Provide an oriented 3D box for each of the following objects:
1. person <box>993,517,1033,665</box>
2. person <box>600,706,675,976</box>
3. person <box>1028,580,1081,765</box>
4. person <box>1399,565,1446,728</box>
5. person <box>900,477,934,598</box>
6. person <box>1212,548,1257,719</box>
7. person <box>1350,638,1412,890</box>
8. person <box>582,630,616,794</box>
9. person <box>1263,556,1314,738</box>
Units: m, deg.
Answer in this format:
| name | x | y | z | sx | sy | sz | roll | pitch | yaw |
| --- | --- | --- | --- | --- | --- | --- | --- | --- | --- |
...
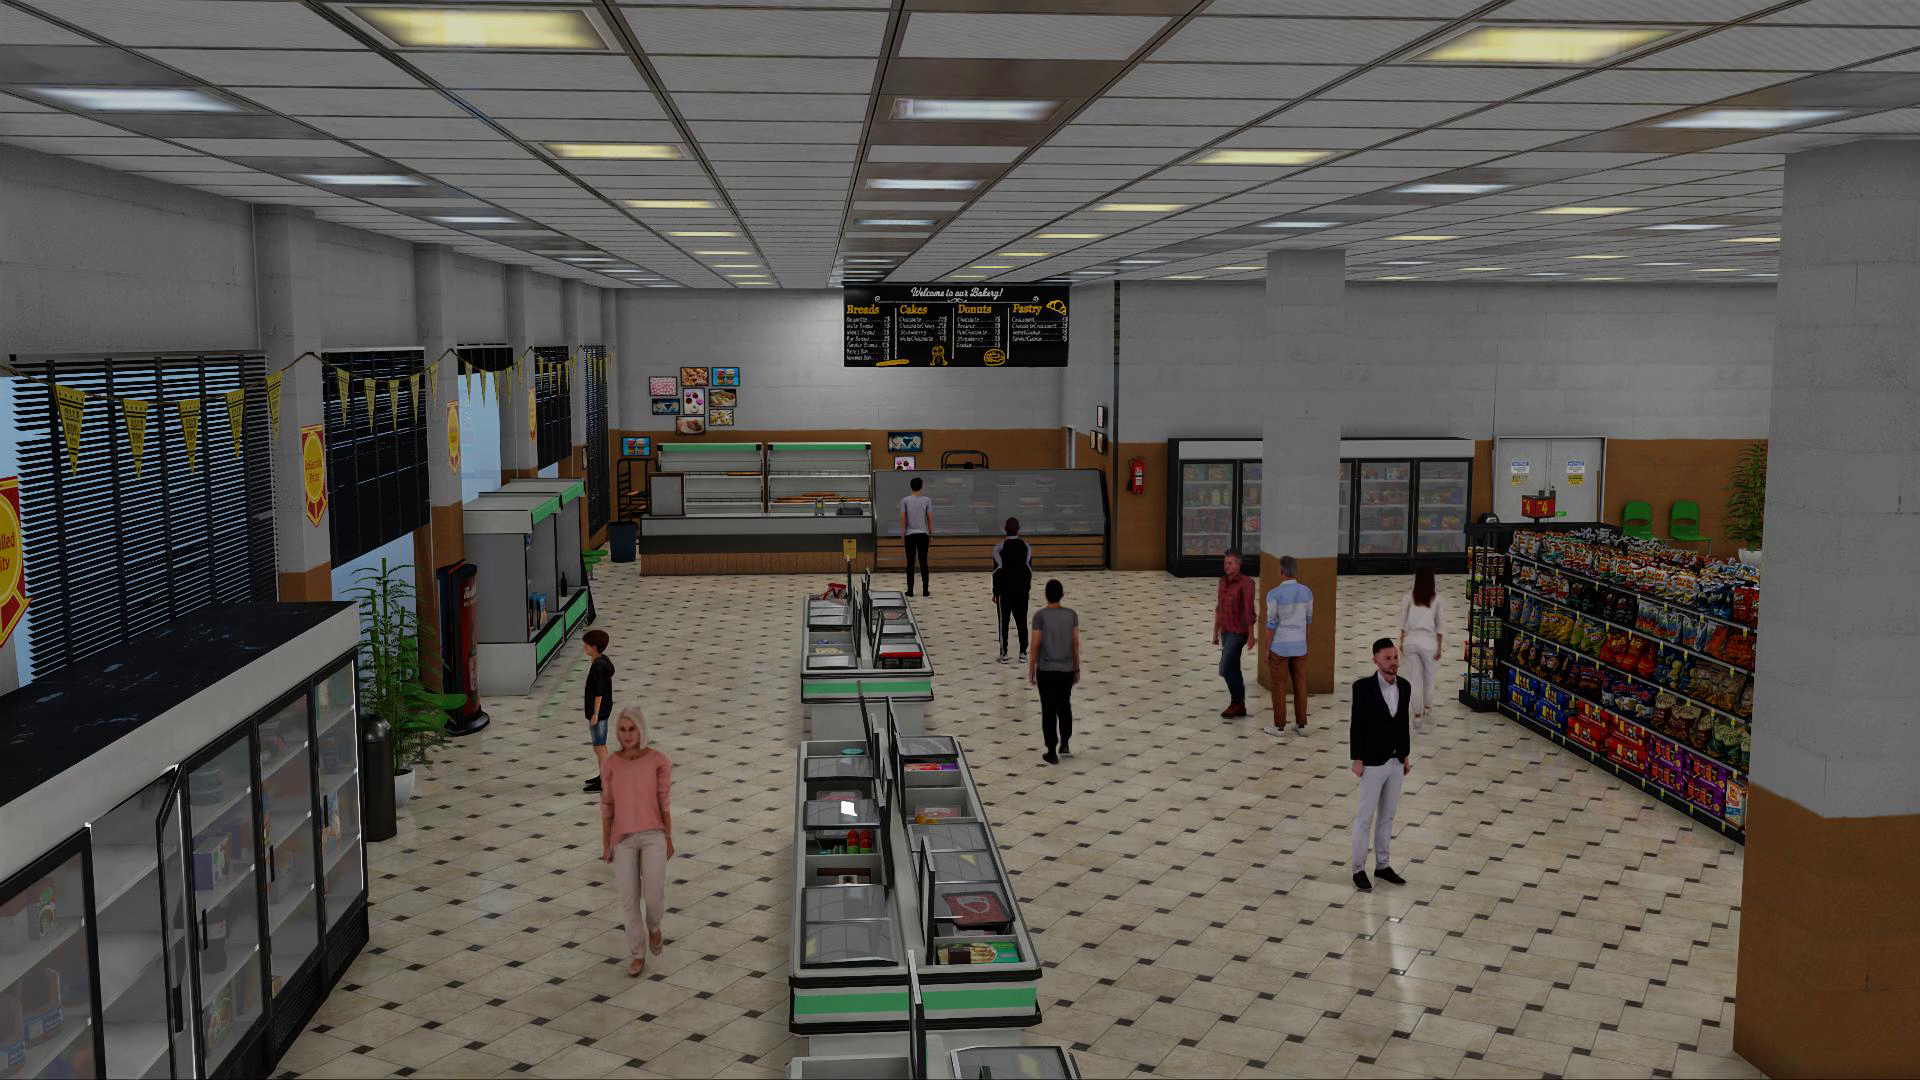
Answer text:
| name | x | y | z | sx | sy | sz | roll | pitch | yaw |
| --- | --- | --- | --- | --- | --- | --- | --- | --- | --- |
| person | 0.650 | 0.615 | 20.640 | 0.681 | 1.828 | 0.596 | -2 | 7 | -13 |
| person | -2.034 | 1.885 | 10.604 | 0.614 | 1.713 | 0.662 | 0 | 7 | -3 |
| person | 0.929 | 1.252 | 15.700 | 0.696 | 1.749 | 0.676 | -2 | 7 | -16 |
| person | 4.770 | 1.117 | 17.206 | 0.844 | 1.655 | 1.076 | 2 | 7 | 15 |
| person | -0.679 | -0.050 | 25.992 | 0.659 | 1.864 | 0.537 | -1 | 7 | -6 |
| person | 2.993 | 0.985 | 17.620 | 0.884 | 1.817 | 0.762 | -3 | 8 | -24 |
| person | 3.094 | 1.623 | 12.251 | 0.707 | 1.839 | 0.643 | -2 | 7 | -20 |
| person | -3.224 | 1.511 | 14.809 | 0.600 | 1.447 | 0.457 | -1 | 7 | -8 |
| person | 3.328 | 1.072 | 16.869 | 0.742 | 1.825 | 0.651 | -2 | 7 | -19 |
